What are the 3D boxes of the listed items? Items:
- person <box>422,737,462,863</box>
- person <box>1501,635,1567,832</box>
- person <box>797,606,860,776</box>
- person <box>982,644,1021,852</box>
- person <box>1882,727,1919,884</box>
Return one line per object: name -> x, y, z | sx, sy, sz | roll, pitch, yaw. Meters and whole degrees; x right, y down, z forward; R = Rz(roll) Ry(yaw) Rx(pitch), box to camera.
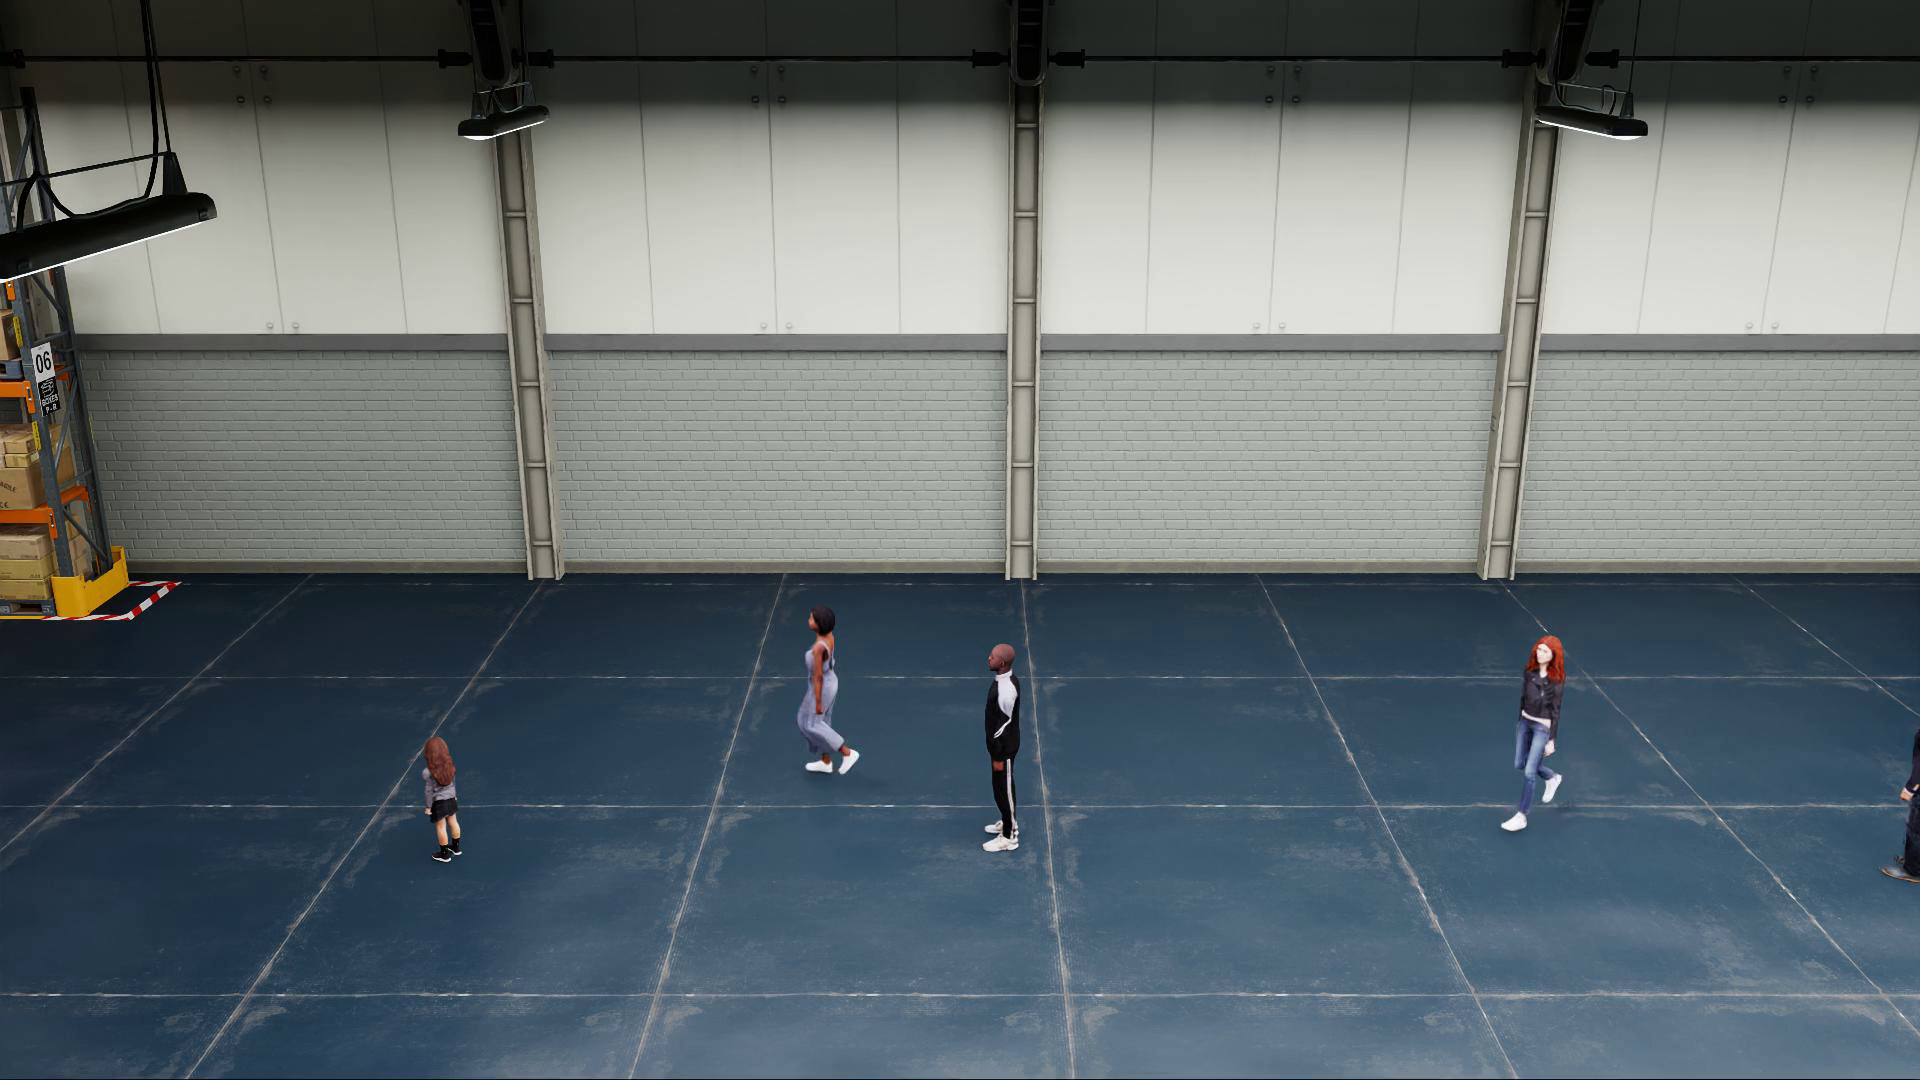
person -> -4.361, 2.164, 13.988 | 0.564, 1.106, 0.534 | 11, 21, 30
person -> 5.065, 1.662, 14.454 | 1.063, 1.772, 0.891 | -11, 21, -30
person -> -1.187, 1.415, 15.354 | 0.865, 1.684, 0.668 | 4, 18, 12
person -> 0.381, 1.733, 14.148 | 0.535, 1.826, 0.653 | 1, 18, 3
person -> 7.948, 1.940, 13.533 | 0.801, 1.813, 0.876 | -15, 23, -38
